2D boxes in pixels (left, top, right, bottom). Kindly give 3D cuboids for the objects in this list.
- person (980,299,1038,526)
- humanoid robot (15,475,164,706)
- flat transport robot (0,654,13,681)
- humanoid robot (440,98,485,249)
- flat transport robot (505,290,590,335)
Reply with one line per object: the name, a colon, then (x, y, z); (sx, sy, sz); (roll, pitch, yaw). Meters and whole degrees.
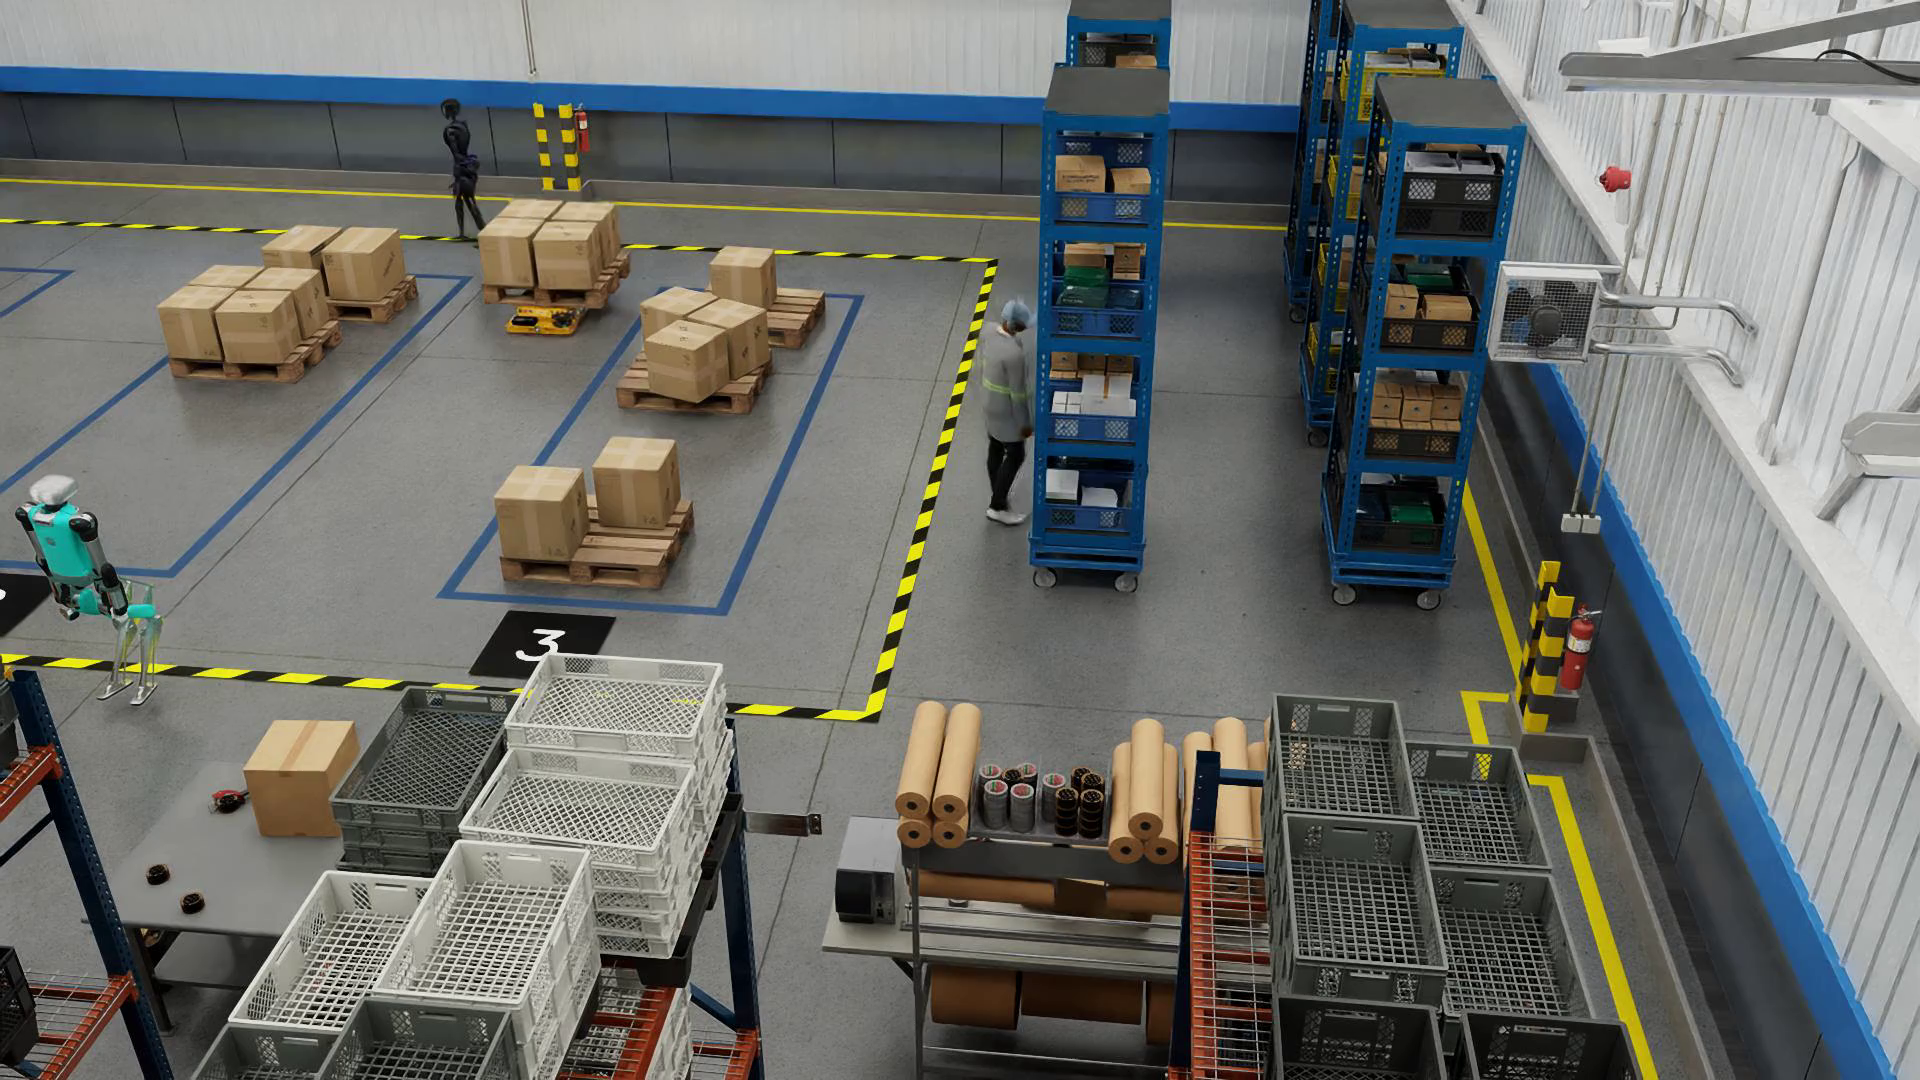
person: (0.341, -1.018, 12.879); (0.442, 1.827, 0.696); (-14, 33, -23)
humanoid robot: (-5.441, 0.261, 10.636); (0.533, 1.672, 0.735); (8, 31, 14)
flat transport robot: (-7.142, 0.969, 11.010); (1.431, 0.231, 0.659); (3, 30, 6)
humanoid robot: (-5.450, -3.983, 18.128); (0.583, 1.639, 0.616); (-2, 30, -3)
flat transport robot: (-4.056, -2.457, 16.866); (0.652, 0.197, 1.431); (3, 30, 6)
